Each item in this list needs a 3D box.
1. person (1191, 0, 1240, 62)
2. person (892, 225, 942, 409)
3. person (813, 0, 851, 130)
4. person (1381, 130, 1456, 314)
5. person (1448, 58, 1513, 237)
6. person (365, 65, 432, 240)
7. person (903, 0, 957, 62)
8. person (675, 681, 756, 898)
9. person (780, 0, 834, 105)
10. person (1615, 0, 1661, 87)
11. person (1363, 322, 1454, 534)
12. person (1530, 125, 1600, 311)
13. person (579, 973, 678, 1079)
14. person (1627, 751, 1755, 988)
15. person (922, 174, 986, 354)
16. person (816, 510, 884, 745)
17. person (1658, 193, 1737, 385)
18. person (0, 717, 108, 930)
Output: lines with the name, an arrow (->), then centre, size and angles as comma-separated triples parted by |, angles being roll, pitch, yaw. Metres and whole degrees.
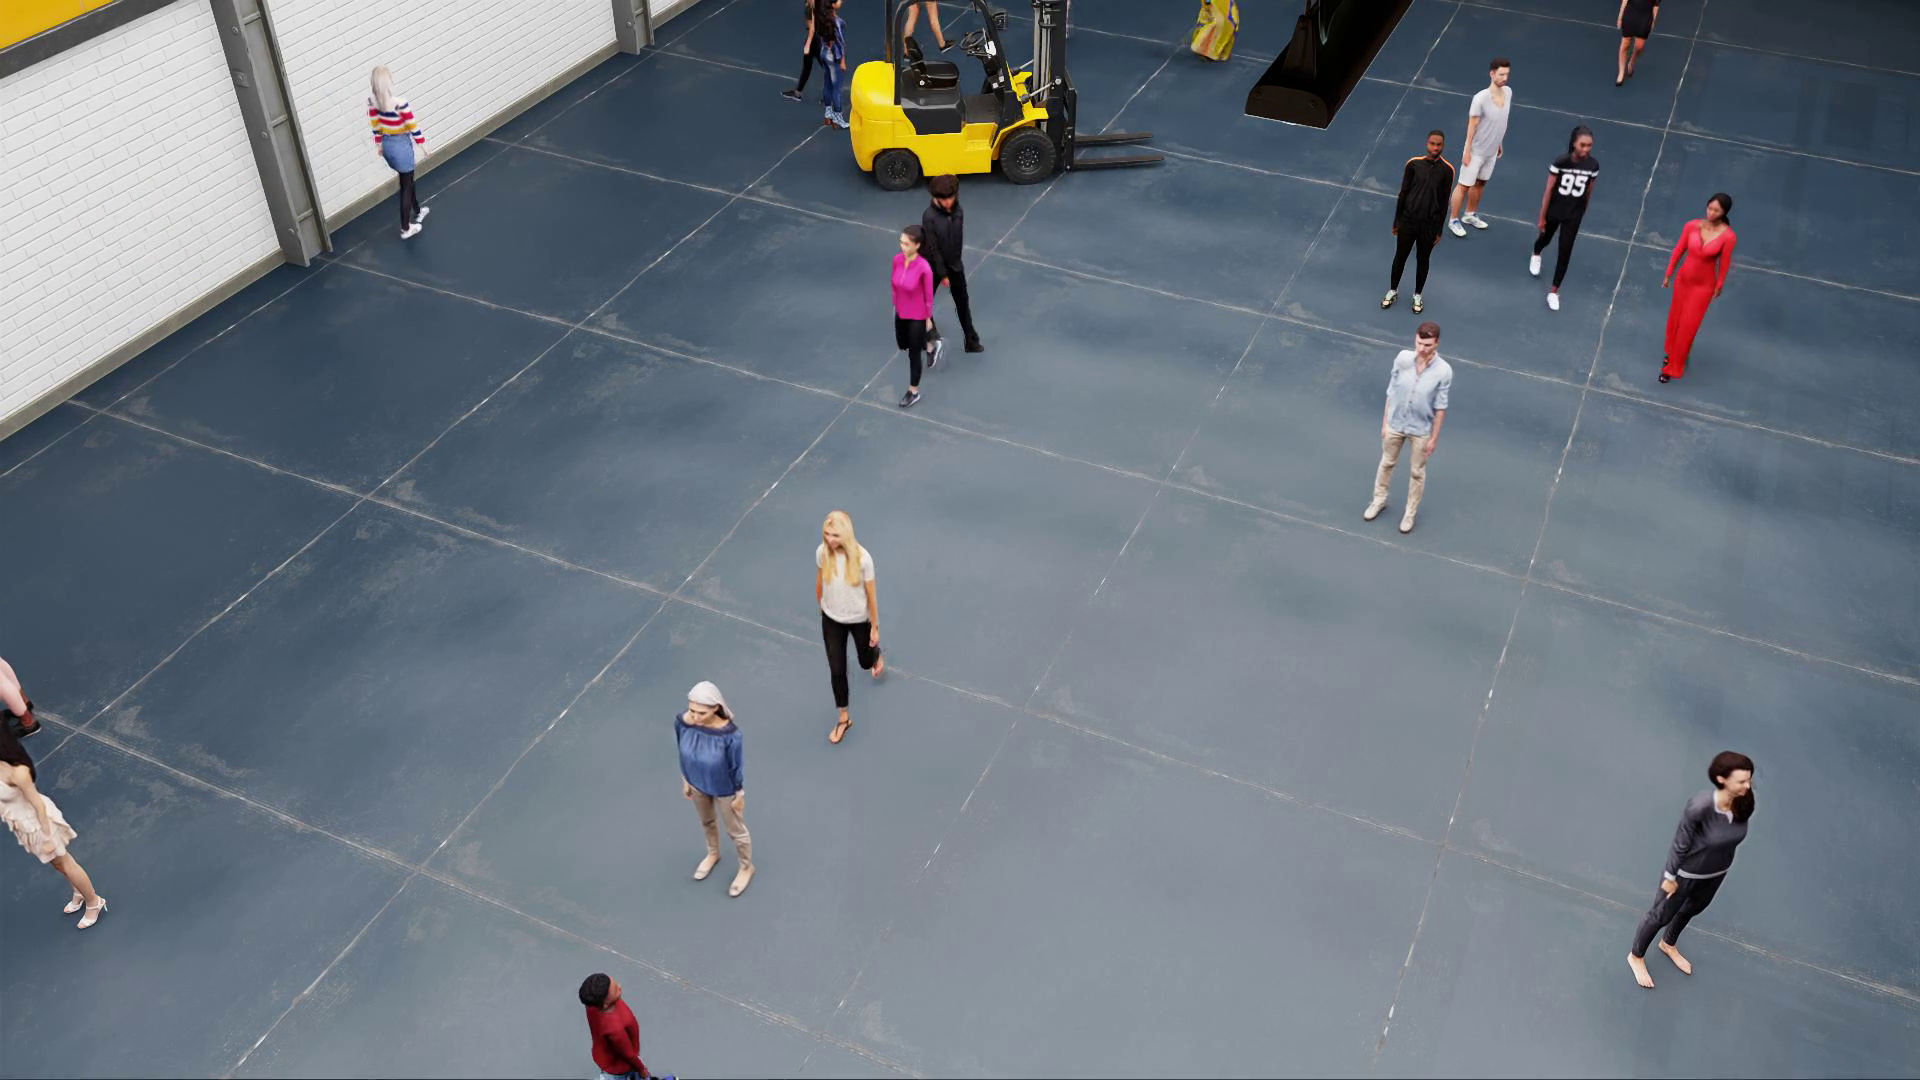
person -> 3.056, -6.710, 20.489 | 0.850, 1.648, 0.798 | 10, 40, 13
person -> -0.362, -2.006, 14.572 | 0.694, 1.683, 0.980 | 24, 44, 27
person -> -1.457, -5.504, 18.998 | 0.720, 1.615, 0.692 | -21, 43, -24
person -> 4.357, -3.027, 15.742 | 0.641, 1.808, 0.547 | 13, 40, 16
person -> 5.326, -4.024, 16.955 | 0.701, 1.853, 0.824 | -21, 43, -25
person -> -5.740, -3.895, 16.845 | 0.657, 1.788, 0.788 | 18, 42, 21
person -> -0.560, -6.821, 20.490 | 1.107, 1.811, 0.912 | -26, 45, -29
person -> -1.491, 1.490, 10.183 | 0.607, 1.697, 0.554 | 17, 42, 20
person -> -1.591, -5.865, 19.446 | 0.970, 1.621, 0.958 | -8, 39, -10
person -> 8.126, -6.266, 19.912 | 0.565, 1.665, 0.586 | 16, 41, 19
person -> 3.548, -0.909, 13.059 | 0.661, 1.847, 0.565 | 20, 43, 23
person -> 5.768, -3.160, 15.999 | 0.808, 1.695, 1.206 | 7, 39, 8
person -> -1.907, 2.789, 8.913 | 0.940, 1.242, 0.802 | -20, 43, -23
person -> 4.251, 1.882, 9.625 | 0.682, 1.770, 0.748 | -14, 41, -17
person -> -0.223, -2.546, 15.206 | 1.097, 1.725, 1.038 | -23, 44, -26
person -> -0.725, 0.497, 11.331 | 0.763, 1.806, 1.098 | 9, 39, 11
person -> 6.615, -2.309, 14.888 | 0.821, 1.761, 1.065 | 30, 47, 32
person -> -5.484, 1.683, 9.903 | 0.648, 1.734, 0.628 | 31, 48, 32
